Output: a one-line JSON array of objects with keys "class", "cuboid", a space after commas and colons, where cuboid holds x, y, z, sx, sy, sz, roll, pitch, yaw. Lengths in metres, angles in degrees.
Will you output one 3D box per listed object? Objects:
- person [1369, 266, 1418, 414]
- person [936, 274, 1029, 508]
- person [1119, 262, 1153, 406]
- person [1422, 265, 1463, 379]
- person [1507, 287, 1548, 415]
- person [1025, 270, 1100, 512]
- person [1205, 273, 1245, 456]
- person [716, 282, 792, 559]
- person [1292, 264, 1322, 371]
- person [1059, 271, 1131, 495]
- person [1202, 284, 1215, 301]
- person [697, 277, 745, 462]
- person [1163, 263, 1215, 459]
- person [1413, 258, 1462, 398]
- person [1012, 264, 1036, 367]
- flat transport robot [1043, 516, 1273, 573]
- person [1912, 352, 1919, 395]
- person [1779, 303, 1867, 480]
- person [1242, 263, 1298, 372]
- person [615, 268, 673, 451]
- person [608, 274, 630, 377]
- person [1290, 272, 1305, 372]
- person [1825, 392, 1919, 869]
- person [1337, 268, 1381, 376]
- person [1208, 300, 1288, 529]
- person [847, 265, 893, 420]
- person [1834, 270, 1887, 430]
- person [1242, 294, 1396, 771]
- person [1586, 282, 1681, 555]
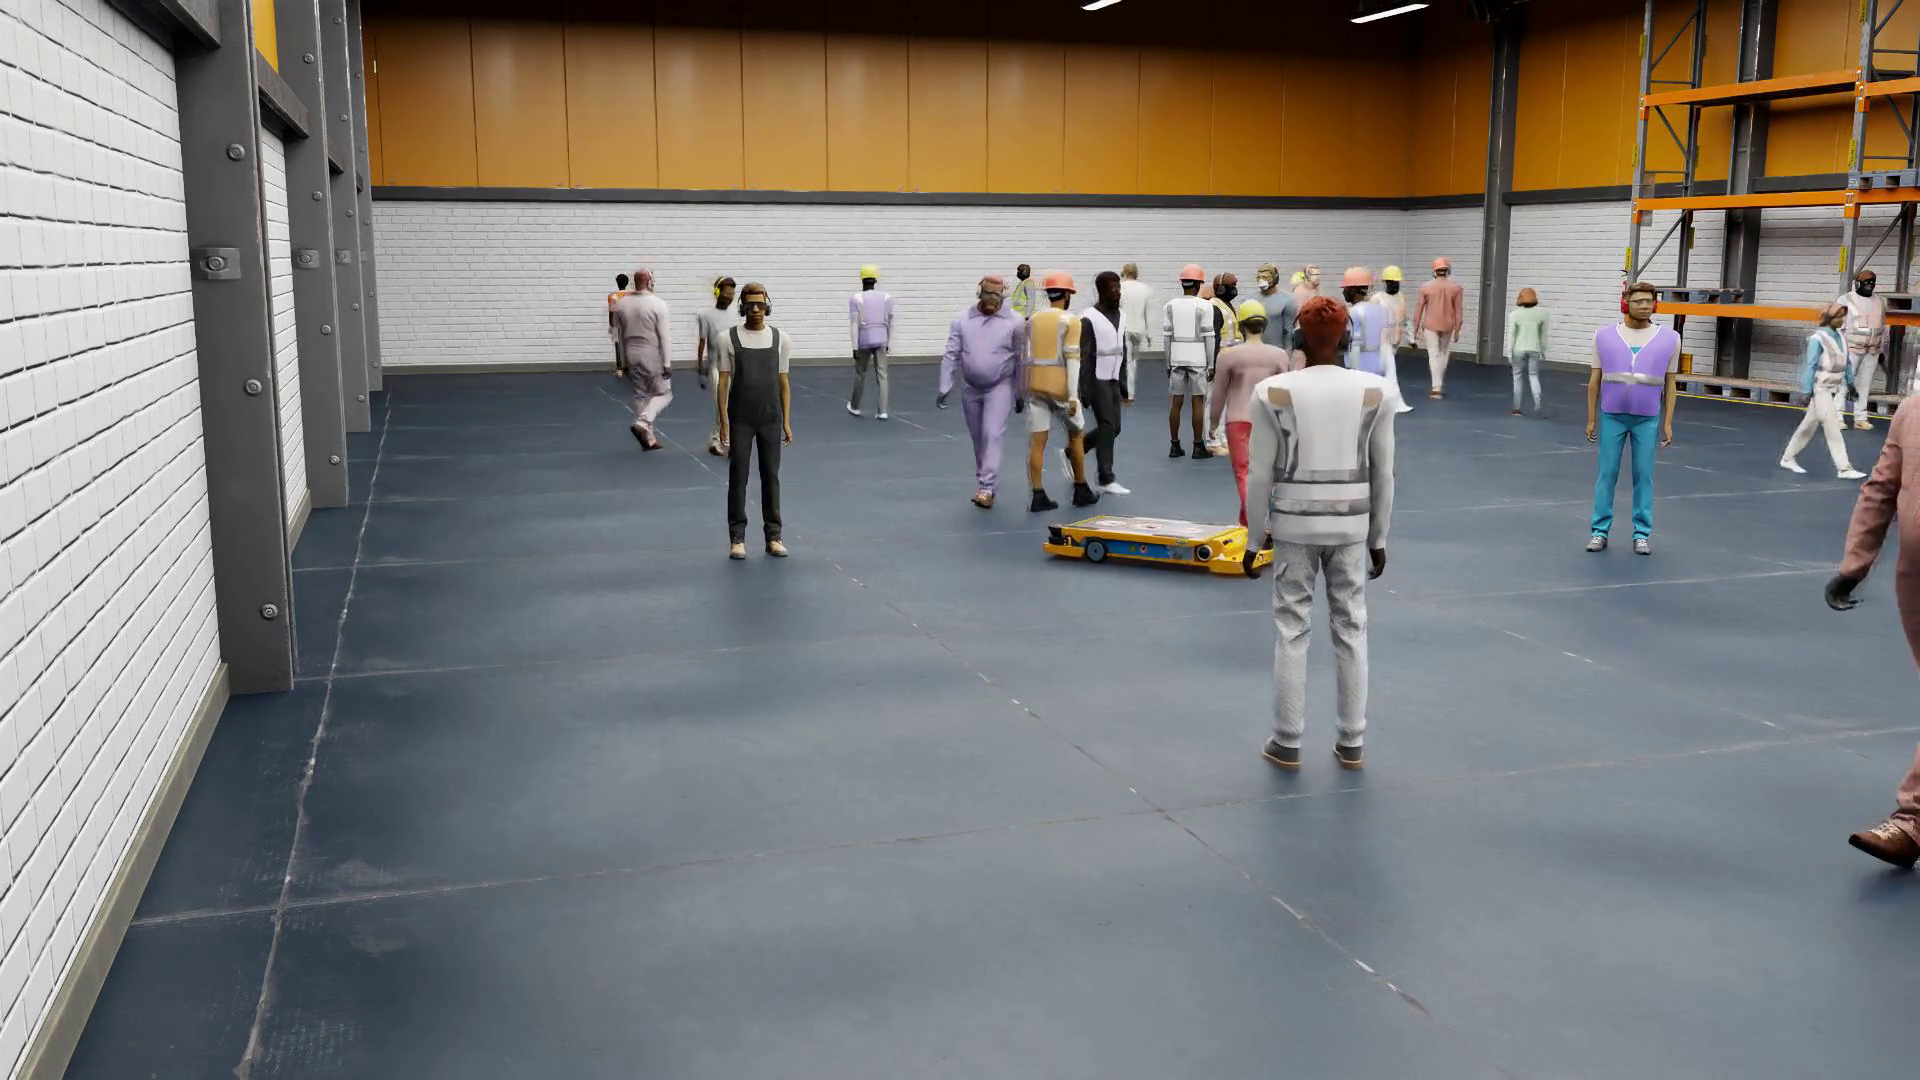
[{"class": "person", "cuboid": [5.524, -2.572, 21.370, 0.590, 1.875, 0.978, -6, 12, -33]}, {"class": "person", "cuboid": [0.165, -1.186, 13.362, 0.666, 1.860, 0.934, 4, 10, 21]}, {"class": "person", "cuboid": [2.218, -2.764, 22.355, 0.658, 1.906, 0.795, -3, 10, -17]}, {"class": "person", "cuboid": [7.900, -3.600, 27.262, 0.651, 1.882, 1.037, 2, 10, 12]}, {"class": "person", "cuboid": [7.111, -2.359, 20.839, 0.516, 1.617, 0.538, 0, 10, 3]}, {"class": "person", "cuboid": [0.806, -1.195, 13.295, 0.547, 1.895, 0.854, 7, 12, 36]}, {"class": "person", "cuboid": [2.669, -1.778, 16.857, 0.429, 1.844, 0.623, 4, 11, 23]}, {"class": "person", "cuboid": [-1.370, -0.795, 11.151, 0.508, 1.846, 0.345, -4, 10, -20]}, {"class": "person", "cuboid": [4.748, -2.760, 22.398, 0.577, 1.889, 0.646, 9, 14, 43]}, {"class": "person", "cuboid": [1.163, -1.344, 14.182, 0.689, 1.897, 0.600, 7, 12, 34]}, {"class": "person", "cuboid": [3.429, -2.701, 22.835, 0.523, 1.623, 0.502, 3, 10, 18]}, {"class": "person", "cuboid": [-2.314, -1.685, 16.441, 0.480, 1.805, 0.979, -8, 12, -38]}, {"class": "person", "cuboid": [2.289, -1.772, 16.548, 0.544, 1.937, 0.358, 6, 12, 32]}, {"class": "person", "cuboid": [6.750, -3.014, 23.646, 0.625, 1.952, 0.924, -1, 10, -3]}, {"class": "person", "cuboid": [1.143, -4.034, 29.913, 0.429, 1.845, 0.621, -2, 10, -11]}, {"class": "flat transport robot", "cuboid": [1.332, 0.010, 11.042, 1.431, 0.197, 0.652, 6, 12, 32]}, {"class": "person", "cuboid": [6.986, -0.893, 11.645, 0.645, 1.865, 0.605, 3, 10, 17]}, {"class": "person", "cuboid": [7.908, -1.365, 15.175, 0.512, 1.594, 0.864, -8, 12, -37]}, {"class": "person", "cuboid": [3.125, -1.851, 16.996, 0.628, 1.940, 0.373, 7, 12, 35]}, {"class": "person", "cuboid": [-3.232, -1.838, 17.048, 0.665, 1.890, 0.539, 5, 11, 26]}, {"class": "person", "cuboid": [-5.538, -3.524, 27.382, 0.541, 1.696, 0.316, -6, 11, -31]}, {"class": "person", "cuboid": [4.785, -2.868, 23.365, 0.586, 1.782, 0.981, 9, 13, 43]}, {"class": "person", "cuboid": [3.274, 0.153, 5.593, 0.899, 1.868, 0.650, -4, 10, -20]}, {"class": "person", "cuboid": [3.600, -1.551, 15.363, 0.560, 1.892, 0.933, -9, 13, -43]}, {"class": "person", "cuboid": [2.053, -0.828, 11.737, 0.526, 1.721, 0.897, -2, 10, -10]}, {"class": "person", "cuboid": [-1.113, -2.439, 20.563, 0.605, 1.881, 0.960, -4, 10, -21]}, {"class": "person", "cuboid": [10.407, -2.190, 19.239, 0.637, 1.842, 0.429, -1, 10, -5]}, {"class": "person", "cuboid": [1.413, -0.019, 6.550, 0.576, 1.881, 0.346, 0, 10, 1]}, {"class": "person", "cuboid": [4.568, -0.827, 11.328, 0.565, 1.847, 0.389, 4, 11, 22]}]
